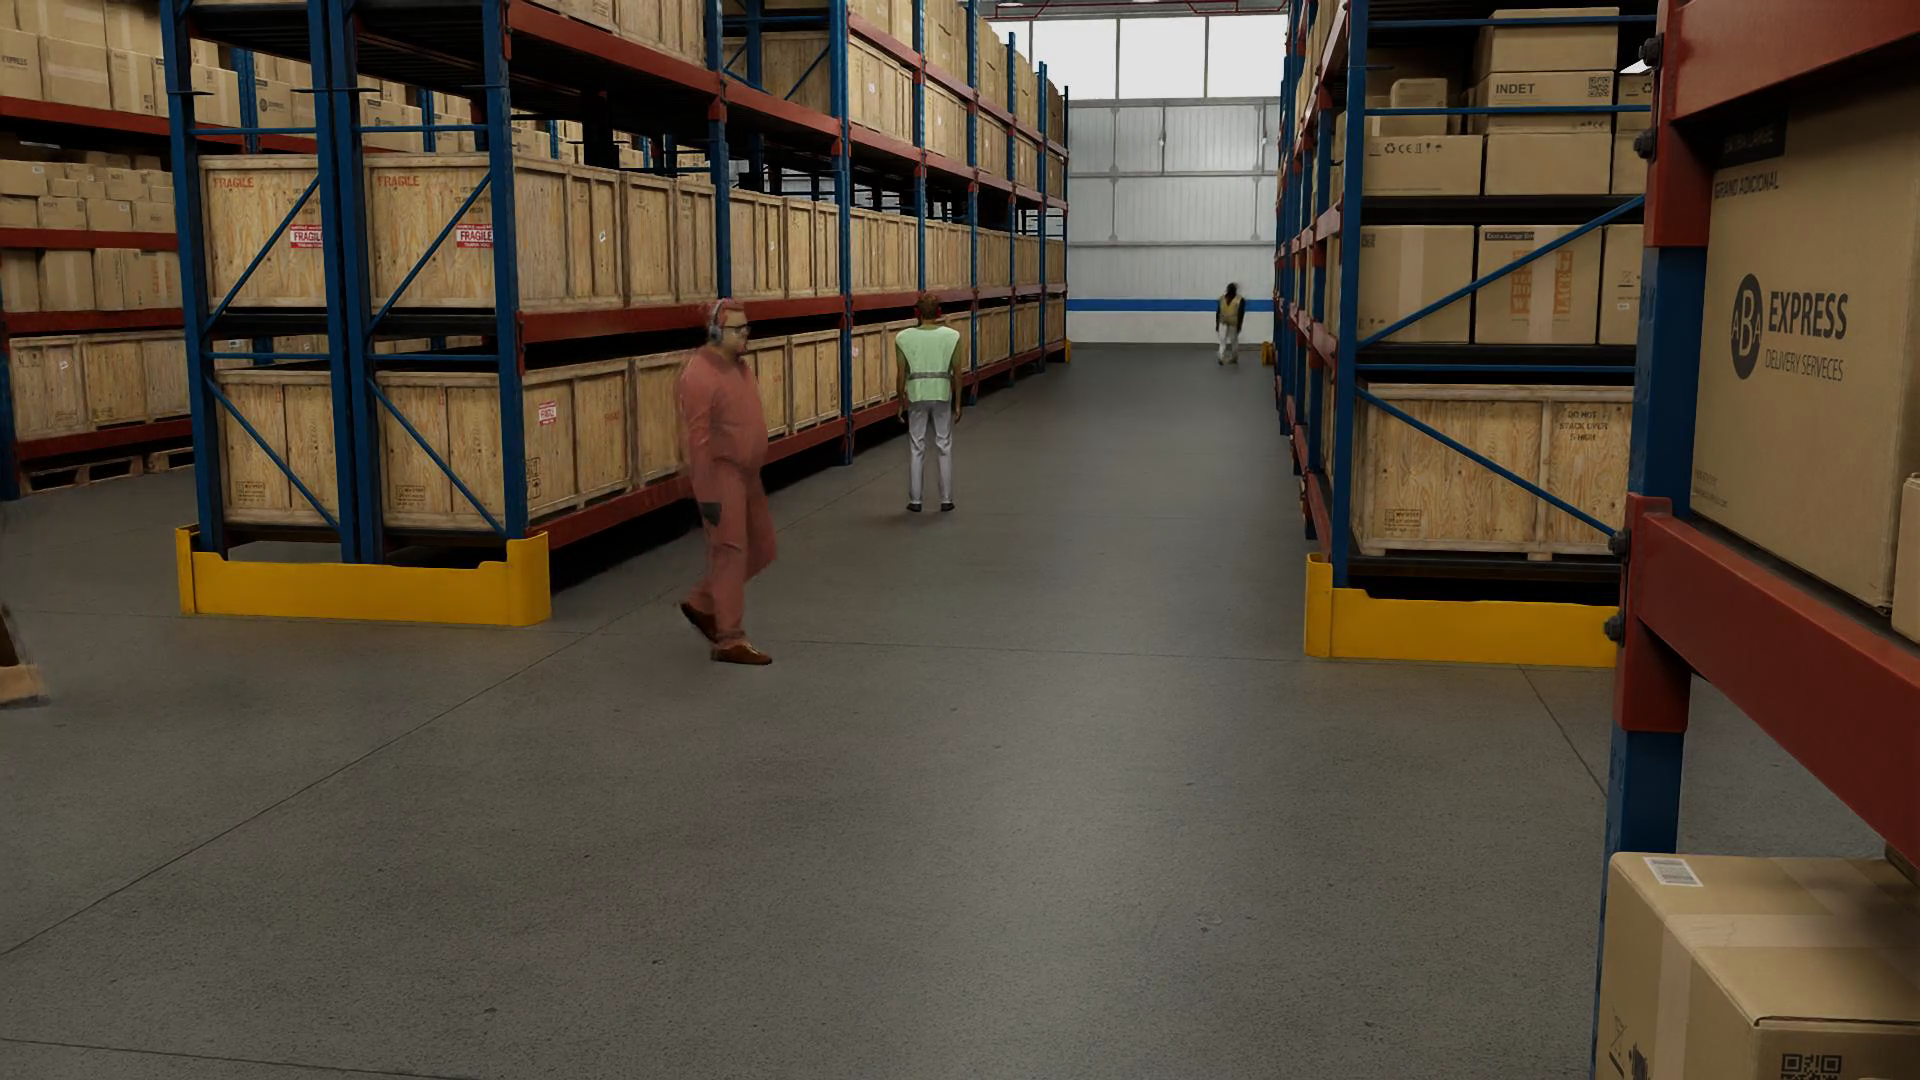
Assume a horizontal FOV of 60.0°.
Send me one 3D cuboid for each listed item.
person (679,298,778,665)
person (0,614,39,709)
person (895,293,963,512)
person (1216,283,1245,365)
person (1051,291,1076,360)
[{"bbox_3d":[-1.203,-0.298,8.594,0.473,1.891,0.671,2,9,13],"label":"person"},{"bbox_3d":[-4.779,-0.175,7.518,1.043,1.985,0.637,-2,9,-15],"label":"person"},{"bbox_3d":[-0.263,-1.141,14.020,0.578,1.860,0.398,-1,9,-5],"label":"person"},{"bbox_3d":[5.911,-4.717,36.388,0.641,1.786,0.956,4,10,22],"label":"person"},{"bbox_3d":[2.176,-4.940,37.991,0.900,1.699,0.500,1,9,6],"label":"person"}]
